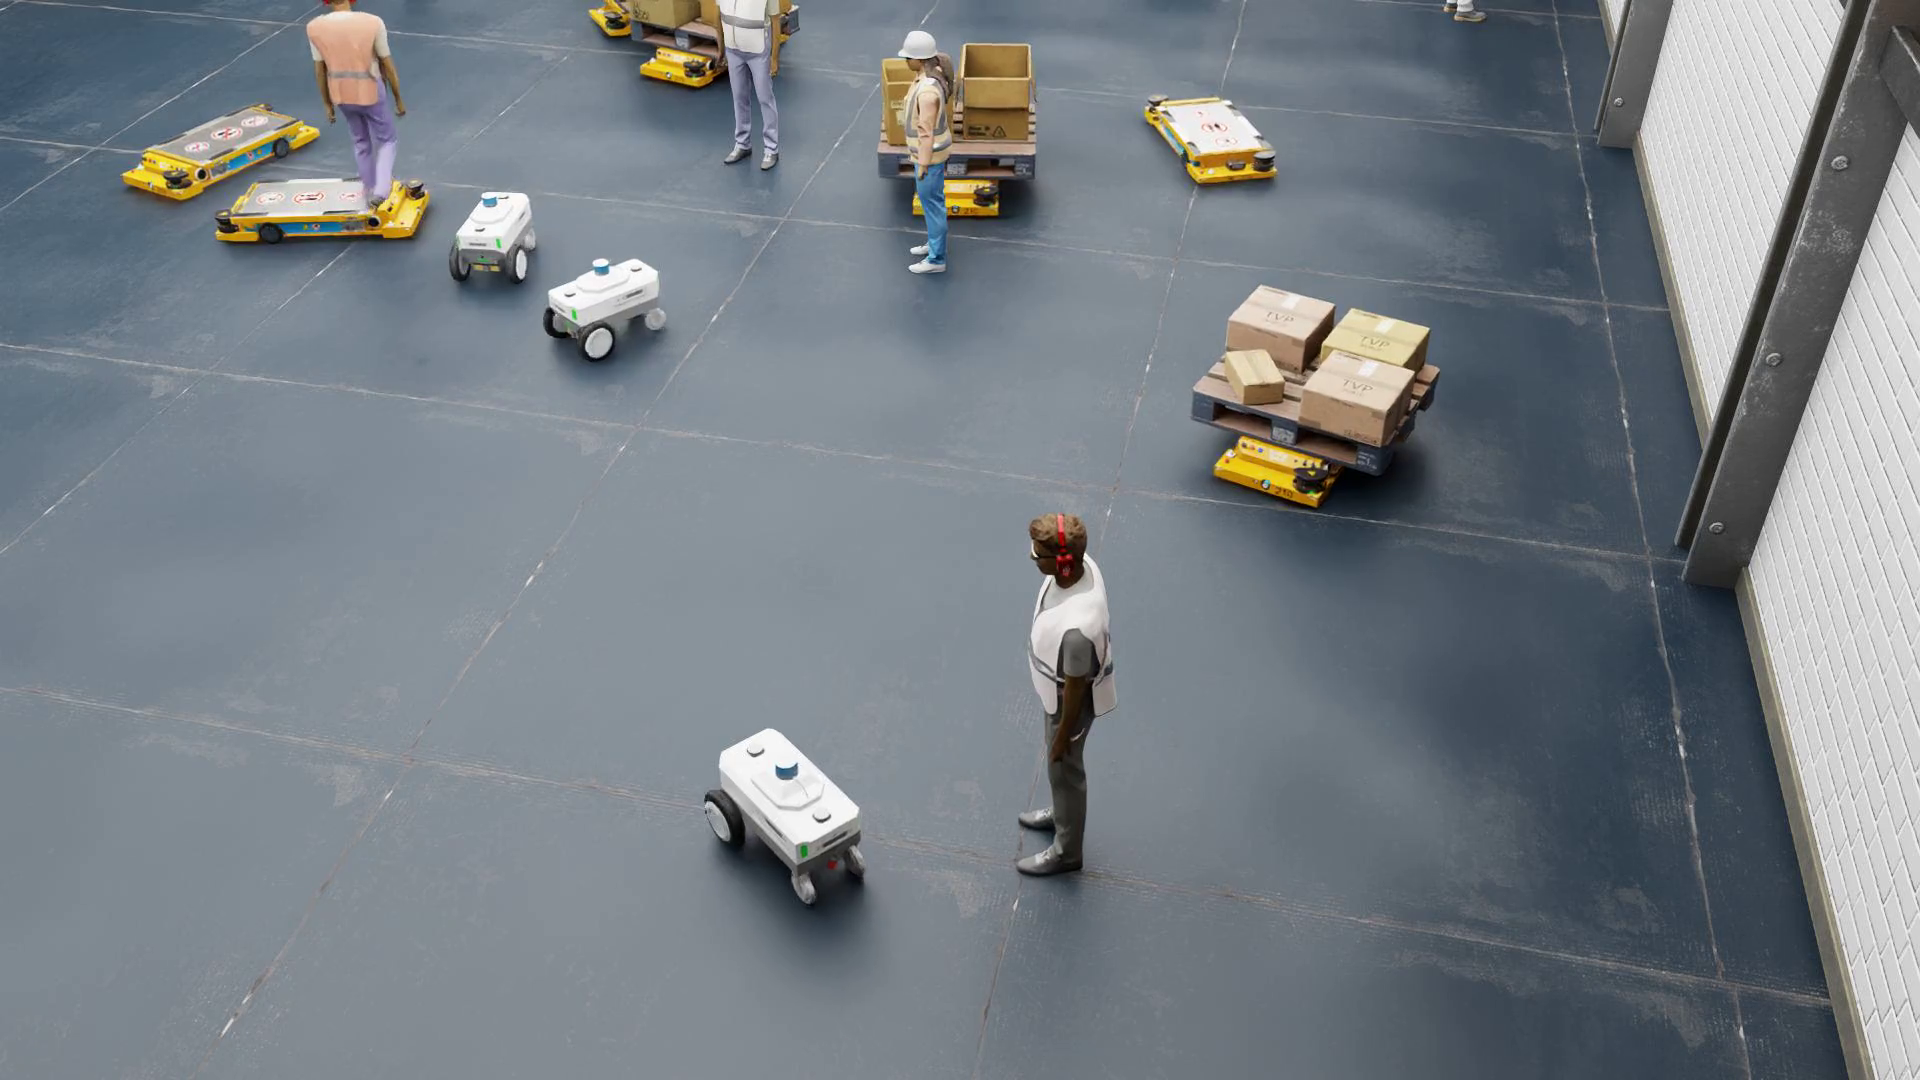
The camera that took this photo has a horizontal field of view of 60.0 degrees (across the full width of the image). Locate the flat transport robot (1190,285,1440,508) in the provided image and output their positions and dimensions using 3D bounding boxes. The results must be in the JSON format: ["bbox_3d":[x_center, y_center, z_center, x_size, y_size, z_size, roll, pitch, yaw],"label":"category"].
[{"bbox_3d":[2.142,-0.709,10.167,0.659,0.231,1.431,20,41,24],"label":"flat transport robot"}]

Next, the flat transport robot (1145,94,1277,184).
[{"bbox_3d":[2.045,-3.314,13.653,0.659,0.231,1.431,-7,37,-10],"label":"flat transport robot"}]

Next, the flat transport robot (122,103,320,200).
[{"bbox_3d":[-5.956,-3.150,13.434,0.659,0.231,1.431,19,41,23],"label":"flat transport robot"}]

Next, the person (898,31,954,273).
[{"bbox_3d":[-0.226,-2.710,11.633,0.377,1.718,0.481,-2,37,-2],"label":"person"}]

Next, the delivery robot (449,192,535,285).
[{"bbox_3d":[-3.327,-2.207,11.908,0.499,0.563,0.738,4,37,5],"label":"delivery robot"}]

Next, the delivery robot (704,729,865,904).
[{"bbox_3d":[-0.764,1.179,7.394,0.499,0.586,0.773,-26,44,-30],"label":"delivery robot"}]

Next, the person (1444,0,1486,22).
[{"bbox_3d":[4.927,-5.910,15.780,0.362,1.882,0.574,-3,37,-4],"label":"person"}]

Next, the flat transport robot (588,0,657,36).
[{"bbox_3d":[-2.822,-5.180,16.151,1.431,0.231,0.659,-18,40,-22],"label":"flat transport robot"}]

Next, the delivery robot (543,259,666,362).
[{"bbox_3d":[-2.384,-1.567,11.089,0.788,0.610,0.499,-29,46,-33],"label":"delivery robot"}]

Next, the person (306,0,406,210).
[{"bbox_3d":[-4.406,-3.210,12.212,0.590,1.823,0.548,0,37,1],"label":"person"}]

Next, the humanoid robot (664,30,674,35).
[{"bbox_3d":[-2.523,-5.471,15.202,0.533,1.677,0.735,17,40,21],"label":"humanoid robot"}]

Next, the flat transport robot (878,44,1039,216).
[{"bbox_3d":[-0.006,-2.956,13.174,0.659,0.231,1.431,1,37,1],"label":"flat transport robot"}]

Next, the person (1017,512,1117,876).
[{"bbox_3d":[0.453,0.654,7.042,0.409,1.832,0.566,-1,37,-1],"label":"person"}]

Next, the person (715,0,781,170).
[{"bbox_3d":[-1.648,-3.834,13.032,0.563,1.846,0.391,14,39,18],"label":"person"}]

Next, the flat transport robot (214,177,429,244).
[{"bbox_3d":[-4.804,-2.491,12.552,1.431,0.231,0.659,-2,37,-3],"label":"flat transport robot"}]

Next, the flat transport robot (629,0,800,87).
[{"bbox_3d":[-2.241,-4.525,15.274,0.659,0.231,1.431,19,41,23],"label":"flat transport robot"}]
